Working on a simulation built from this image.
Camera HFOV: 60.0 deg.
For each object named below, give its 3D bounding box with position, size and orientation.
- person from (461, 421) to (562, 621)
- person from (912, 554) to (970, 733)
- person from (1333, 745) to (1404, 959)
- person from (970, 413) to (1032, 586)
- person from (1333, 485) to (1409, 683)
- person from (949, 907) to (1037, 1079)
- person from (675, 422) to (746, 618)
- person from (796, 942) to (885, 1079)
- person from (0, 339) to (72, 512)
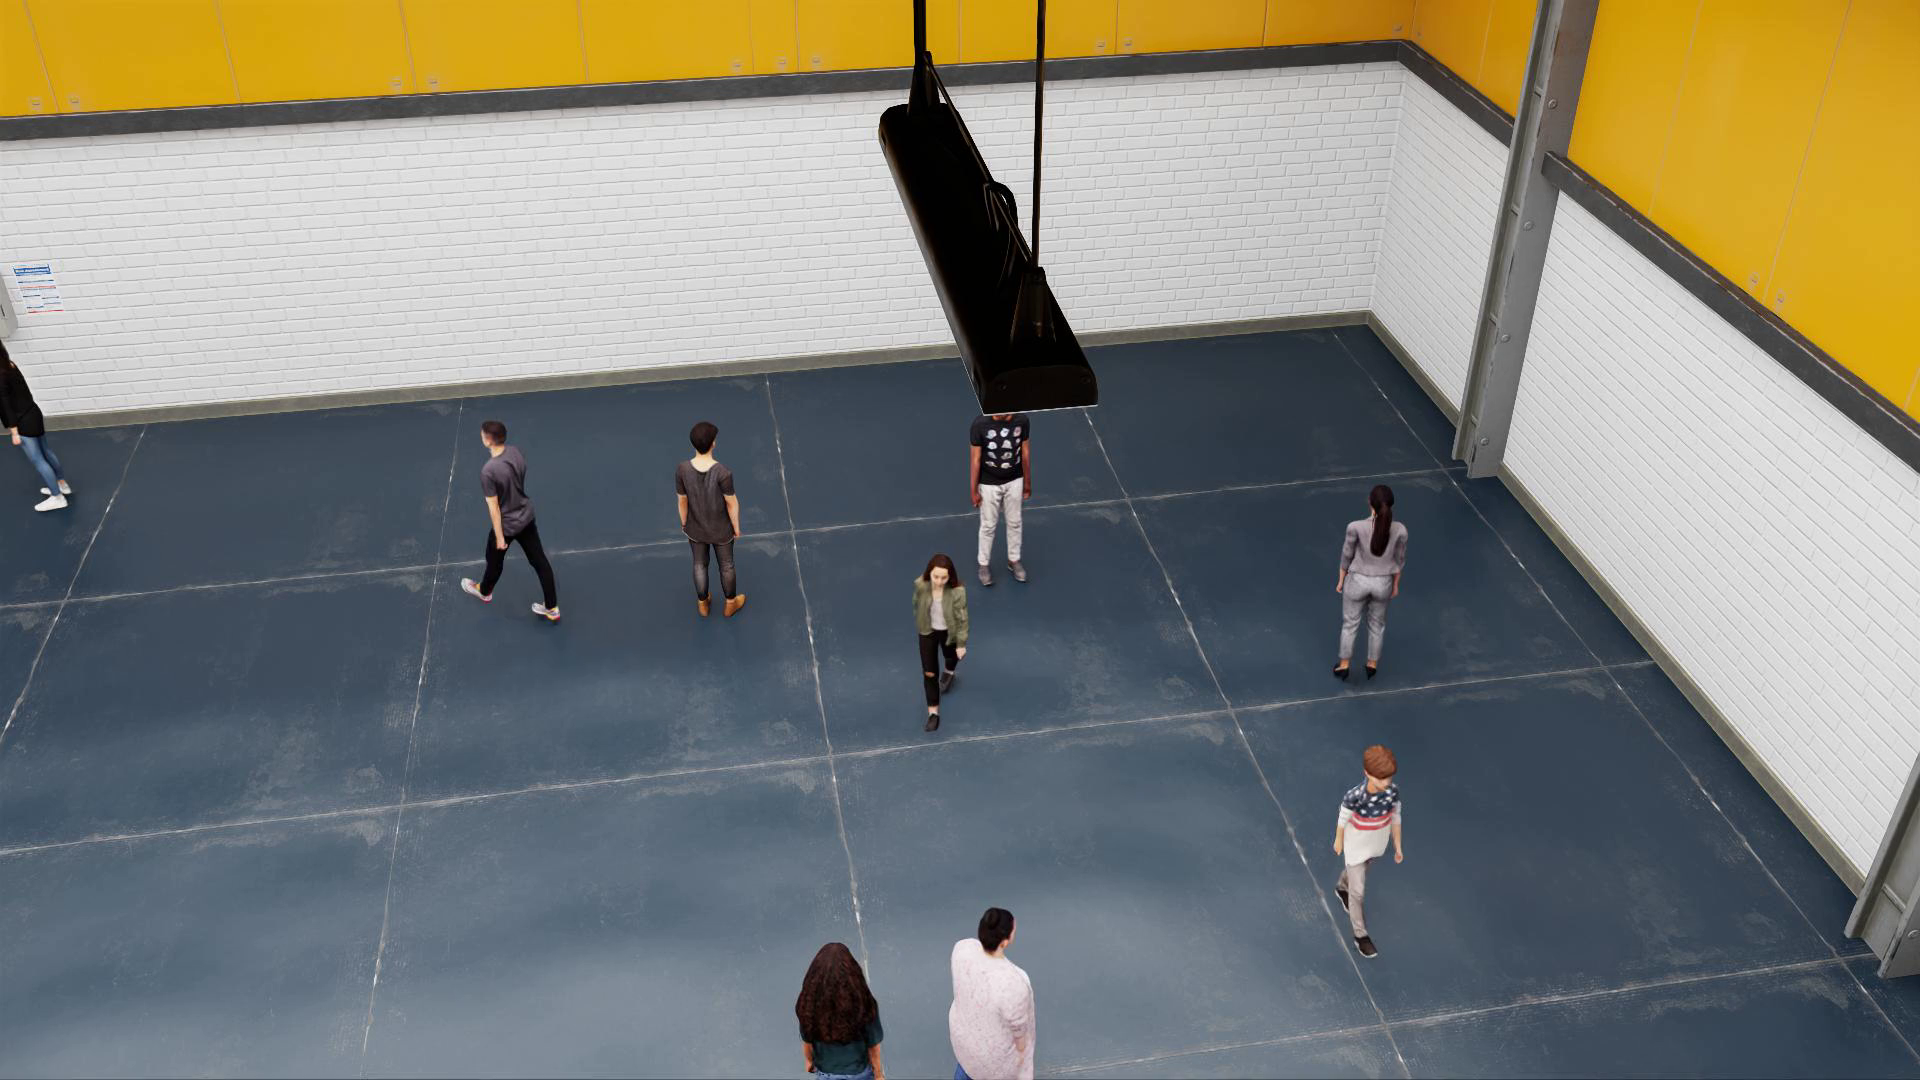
[{"bbox_3d":[-3.405,-0.103,12.936,1.126,1.715,1.159,15,36,21],"label":"person"},{"bbox_3d":[-0.141,0.634,12.096,0.823,1.417,1.089,8,34,12],"label":"person"},{"bbox_3d":[2.492,1.812,10.331,0.614,1.409,0.910,-11,35,-16],"label":"person"},{"bbox_3d":[0.326,-0.475,13.418,0.671,1.801,0.612,-8,34,-12],"label":"person"},{"bbox_3d":[3.020,0.337,12.309,0.676,1.675,0.654,2,34,4],"label":"person"},{"bbox_3d":[0.143,2.603,8.839,0.848,1.743,0.747,-26,41,-33],"label":"person"},{"bbox_3d":[-1.961,-0.150,13.007,0.690,1.715,0.649,4,34,6],"label":"person"},{"bbox_3d":[-0.611,2.786,8.688,0.653,1.607,0.675,0,34,0],"label":"person"},{"bbox_3d":[-8.097,-1.037,14.409,0.645,1.640,0.498,-8,35,-12],"label":"person"}]
